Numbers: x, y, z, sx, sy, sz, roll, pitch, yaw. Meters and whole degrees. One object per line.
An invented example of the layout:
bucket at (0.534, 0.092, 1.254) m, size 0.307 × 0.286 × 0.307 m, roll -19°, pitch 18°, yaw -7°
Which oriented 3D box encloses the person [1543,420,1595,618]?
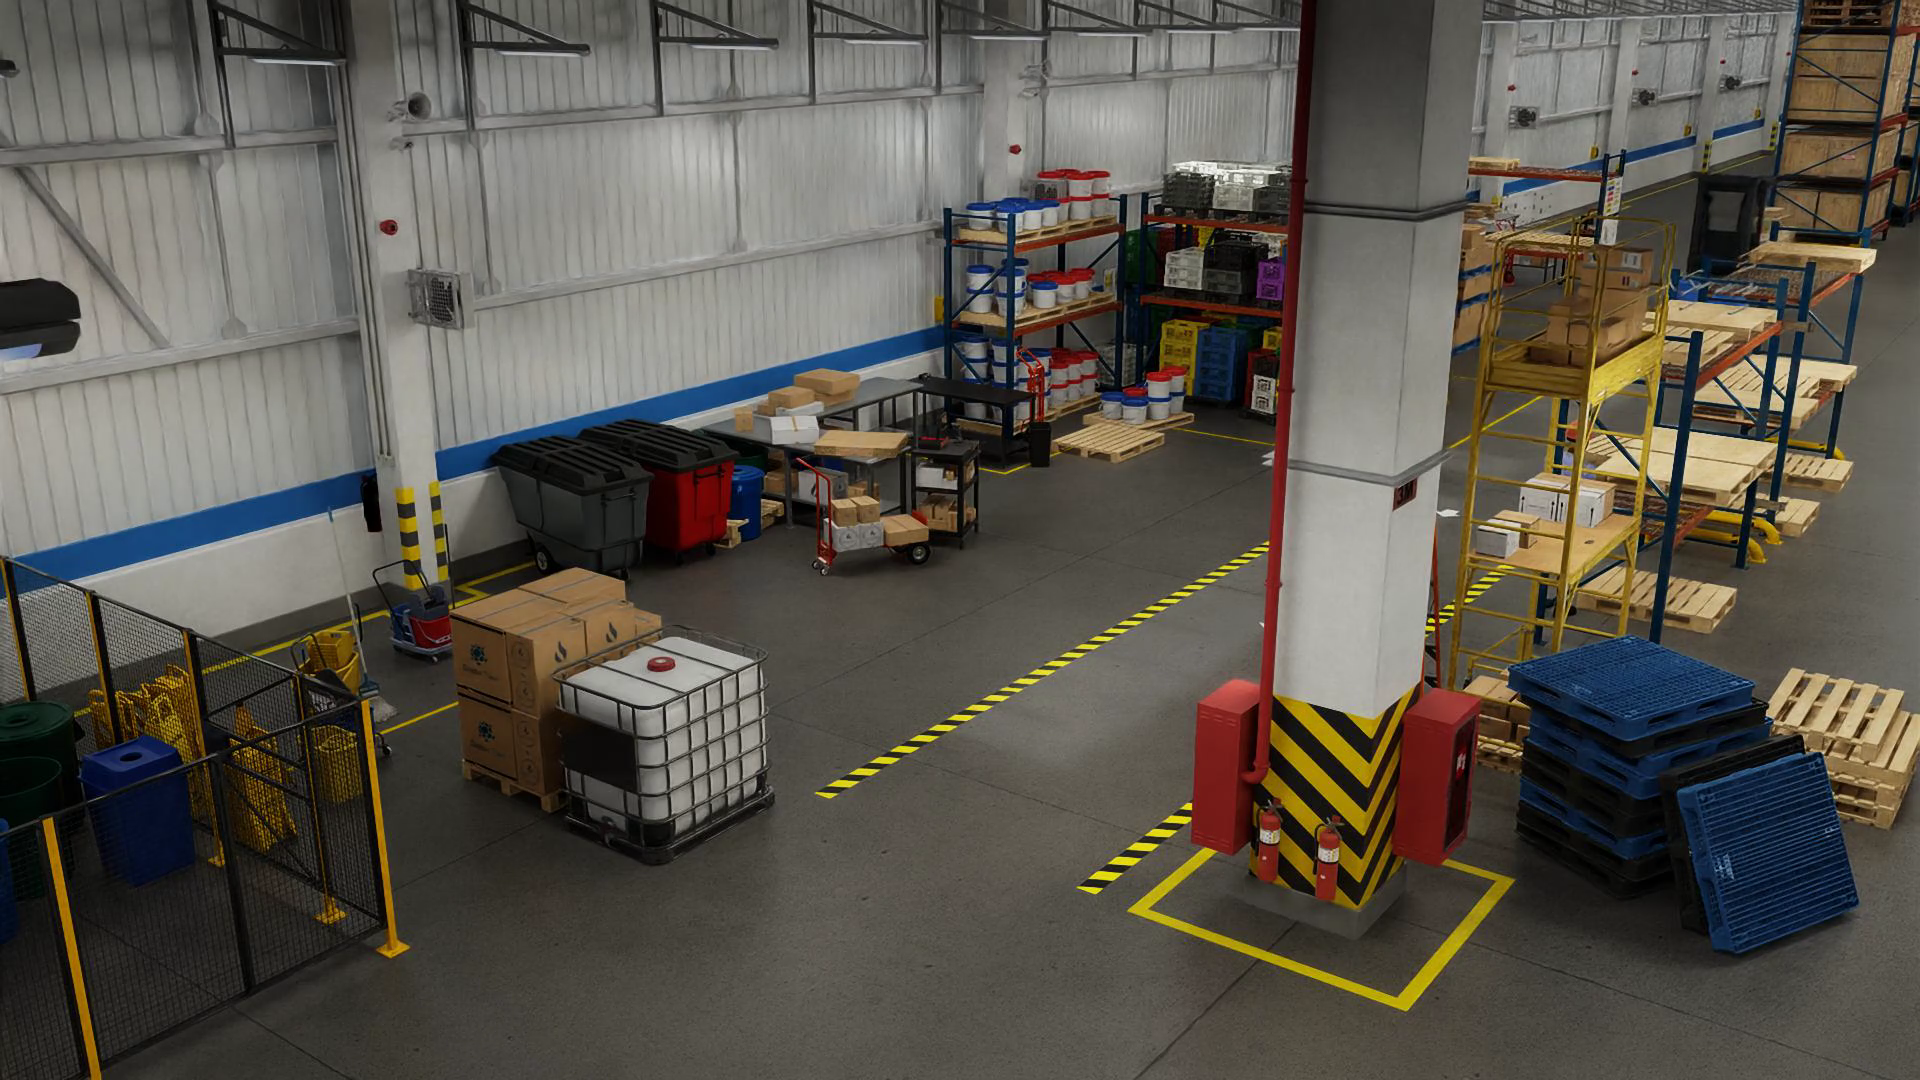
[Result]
person at (5.750, -0.205, 15.763) m, size 0.375 × 1.932 × 0.544 m, roll -11°, pitch 21°, yaw -31°

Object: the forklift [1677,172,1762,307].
forklift at (12.957, -4.833, 28.412) m, size 1.129 × 2.768 × 1.873 m, roll 13°, pitch 22°, yaw 34°
